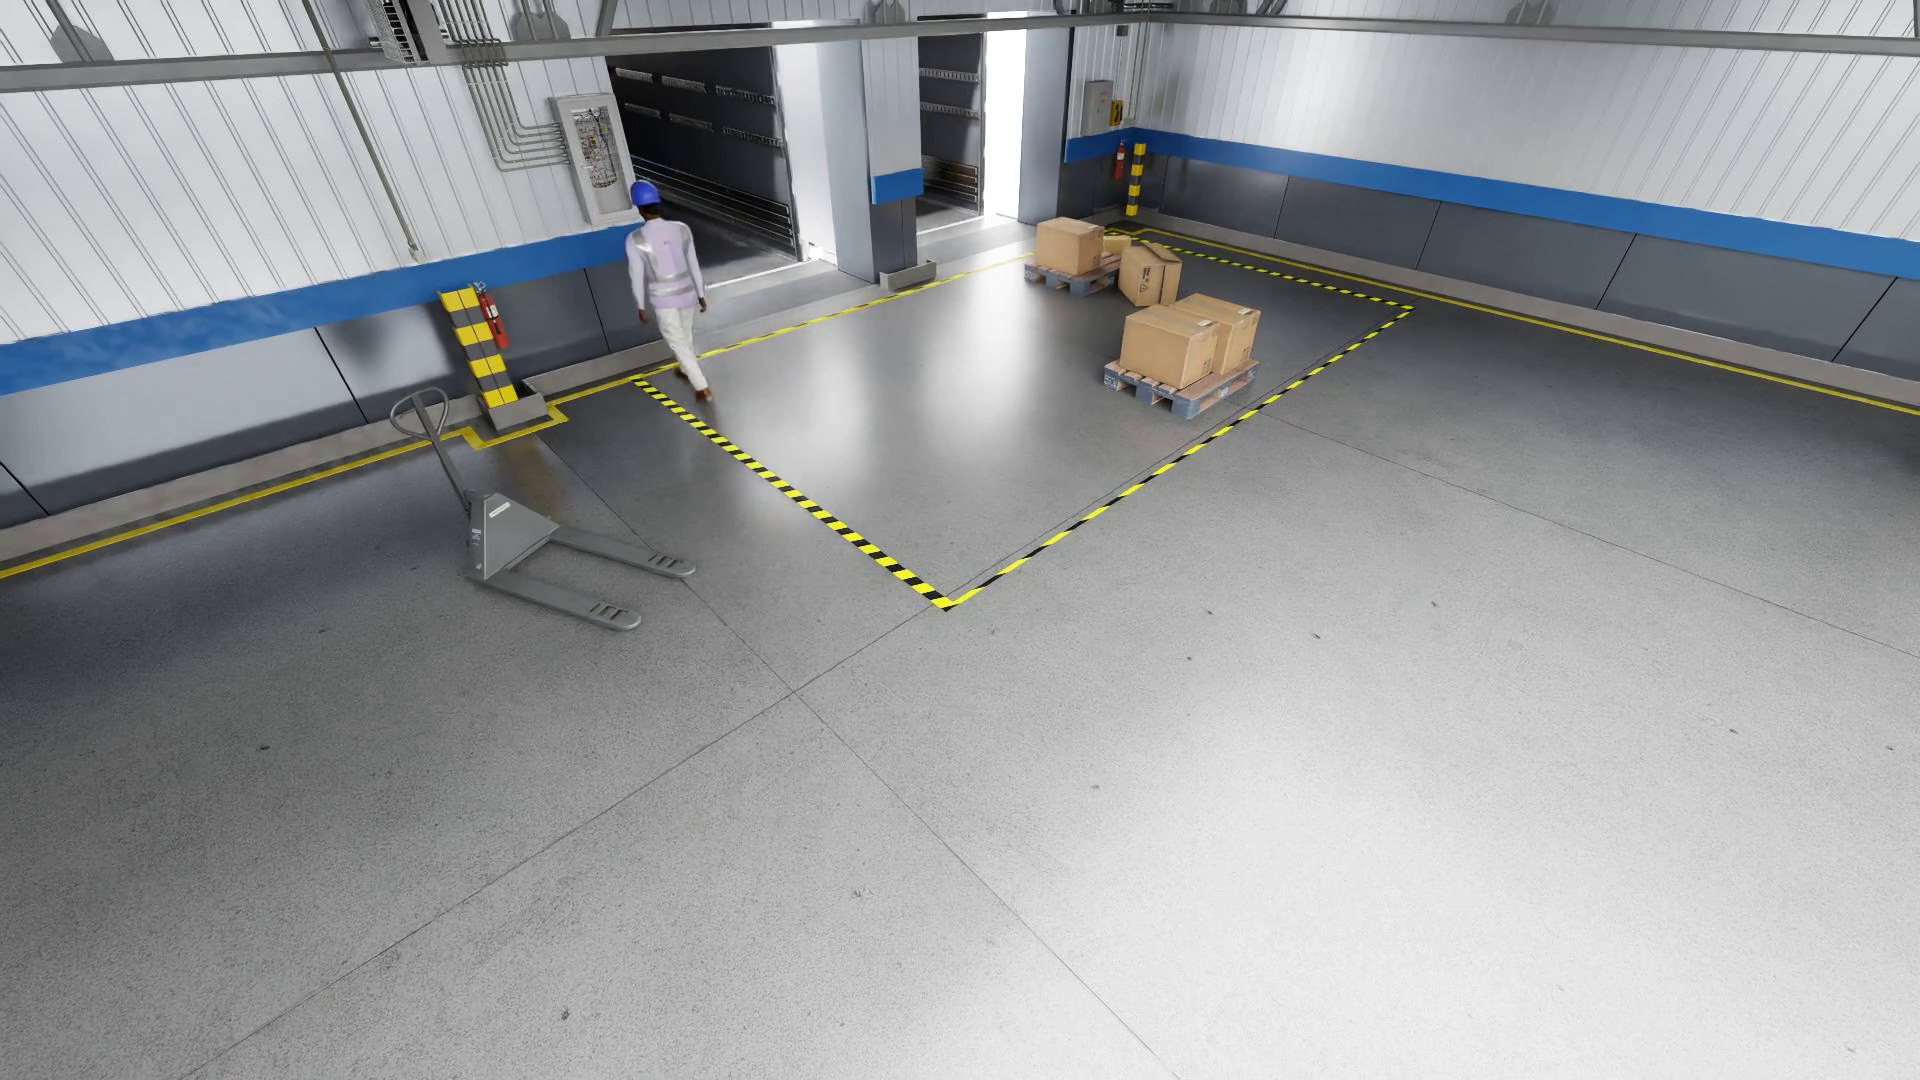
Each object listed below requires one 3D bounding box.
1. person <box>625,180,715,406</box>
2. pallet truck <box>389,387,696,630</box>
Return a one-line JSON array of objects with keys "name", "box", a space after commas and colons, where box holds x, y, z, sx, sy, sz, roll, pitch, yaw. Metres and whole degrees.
[{"name": "person", "box": [-2.587, -2.174, 6.551, 0.979, 1.895, 0.621, 31, 47, 33]}, {"name": "pallet truck", "box": [-2.613, -0.247, 4.593, 1.601, 1.201, 0.680, 14, 40, 17]}]
